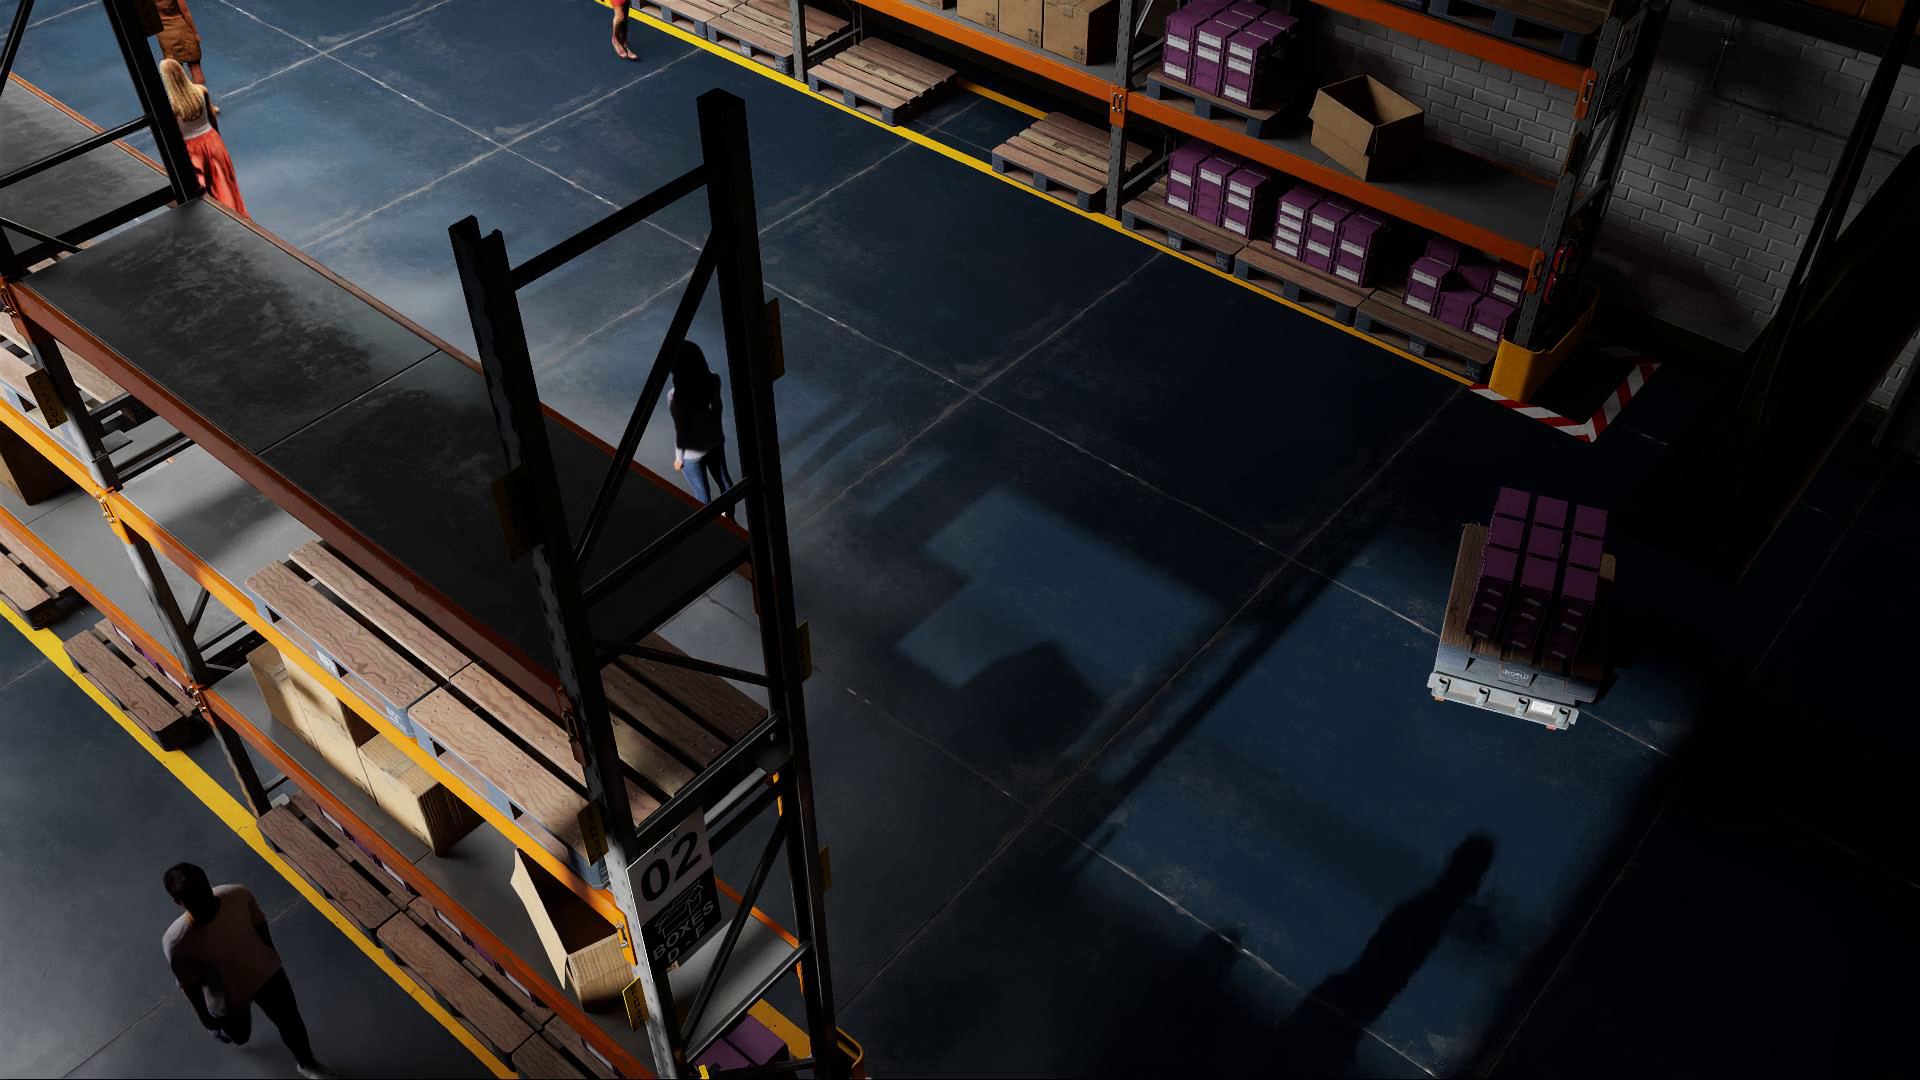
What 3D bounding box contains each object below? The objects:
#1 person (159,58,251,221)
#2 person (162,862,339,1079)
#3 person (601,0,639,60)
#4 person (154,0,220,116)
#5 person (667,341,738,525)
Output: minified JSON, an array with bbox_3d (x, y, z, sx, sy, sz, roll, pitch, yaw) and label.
[{"bbox_3d":[-6.506,-3.291,14.441,0.723,1.764,1.185,-32,52,-29],"label":"person"},{"bbox_3d":[-3.783,2.216,8.589,1.118,1.861,0.750,25,49,24],"label":"person"},{"bbox_3d":[-3.589,-5.778,17.089,0.558,1.712,0.610,30,51,28],"label":"person"},{"bbox_3d":[-7.634,-4.913,16.202,0.614,1.684,0.706,5,44,5],"label":"person"},{"bbox_3d":[-1.812,-0.674,11.710,0.512,1.741,0.601,31,52,29],"label":"person"}]
